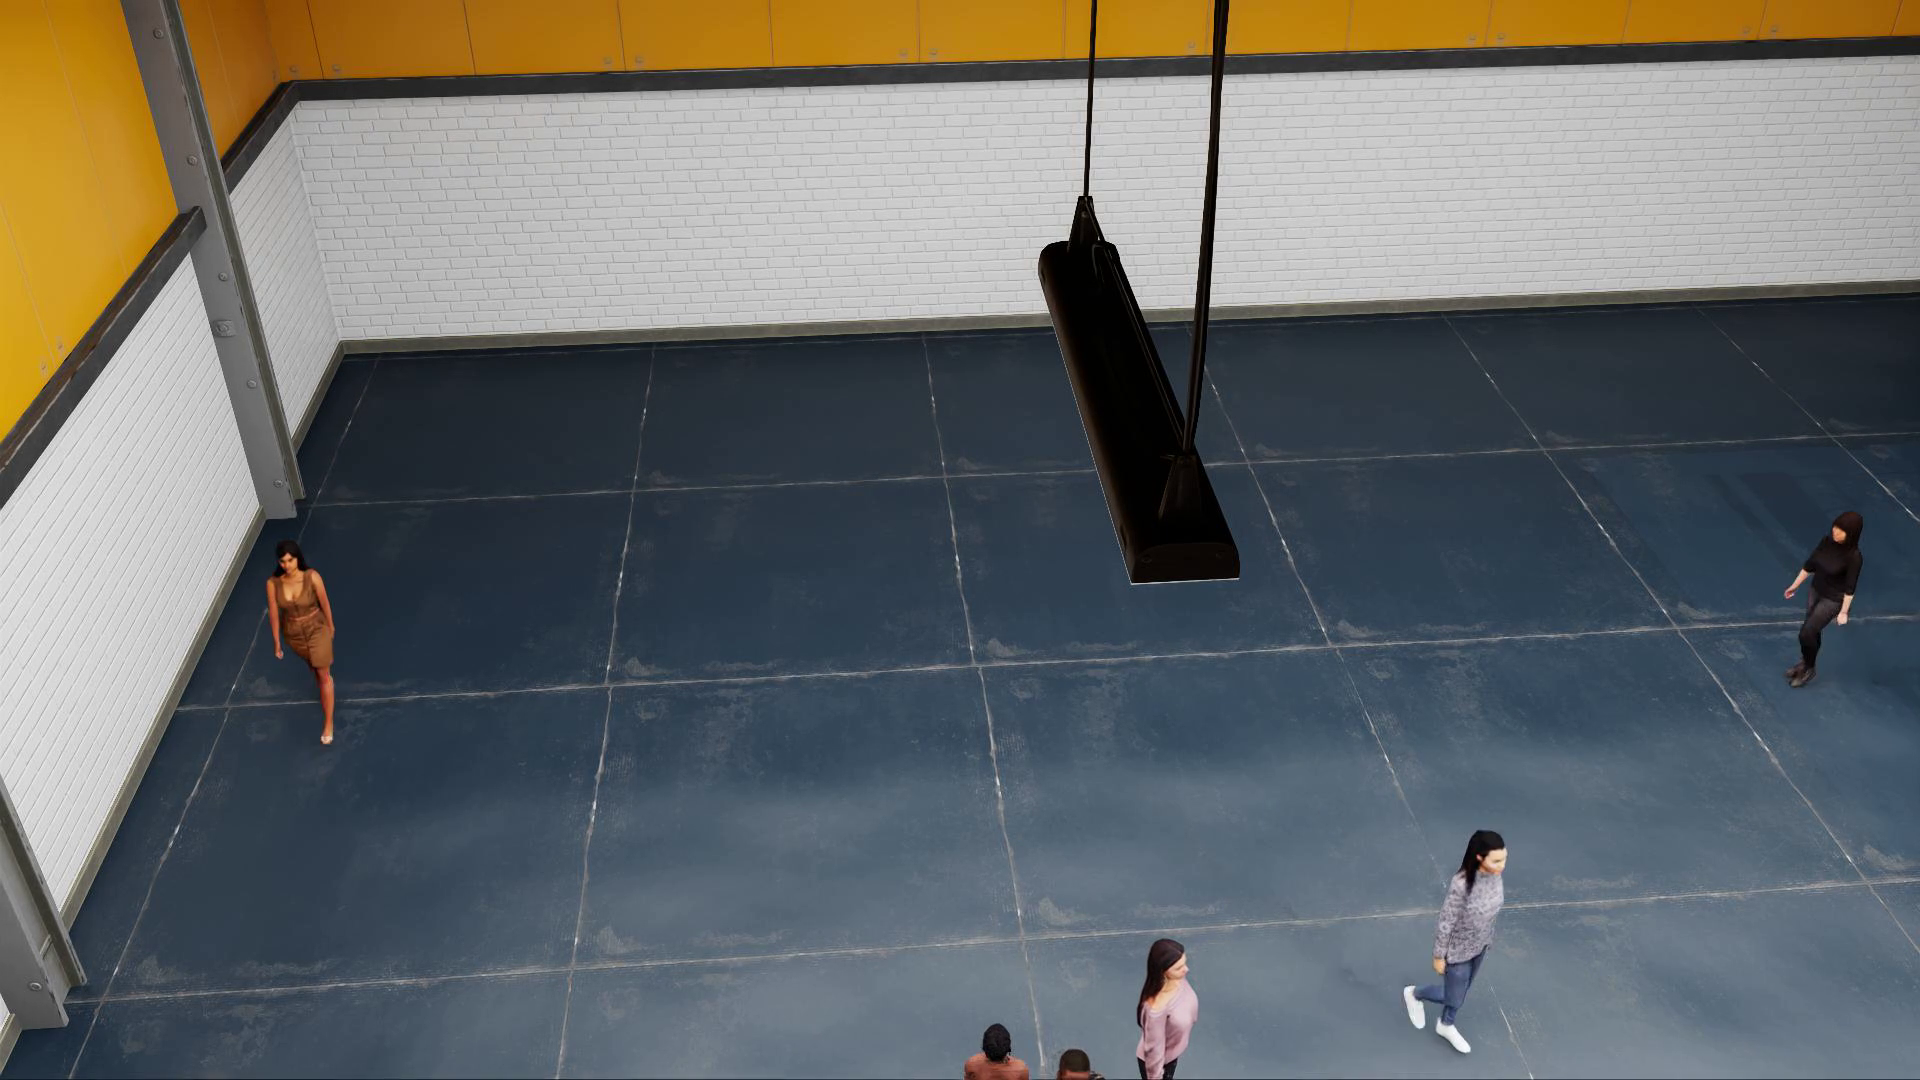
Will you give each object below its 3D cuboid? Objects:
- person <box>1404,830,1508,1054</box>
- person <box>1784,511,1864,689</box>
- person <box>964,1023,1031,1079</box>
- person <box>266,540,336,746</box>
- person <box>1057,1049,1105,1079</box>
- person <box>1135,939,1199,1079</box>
[{"bbox_3d":[2.997,2.382,10.106,0.793,1.726,0.855,-21,39,-28],"label":"person"},{"bbox_3d":[6.899,0.447,13.108,0.672,1.624,0.546,-5,34,-7],"label":"person"},{"bbox_3d":[0.194,3.211,9.293,0.620,1.246,0.713,6,34,10],"label":"person"},{"bbox_3d":[-4.998,0.682,12.741,0.594,1.641,1.068,-4,34,-7],"label":"person"},{"bbox_3d":[0.532,3.273,8.682,0.744,1.819,0.734,-20,39,-28],"label":"person"},{"bbox_3d":[1.105,2.887,9.269,0.753,1.812,0.628,13,36,19],"label":"person"}]
